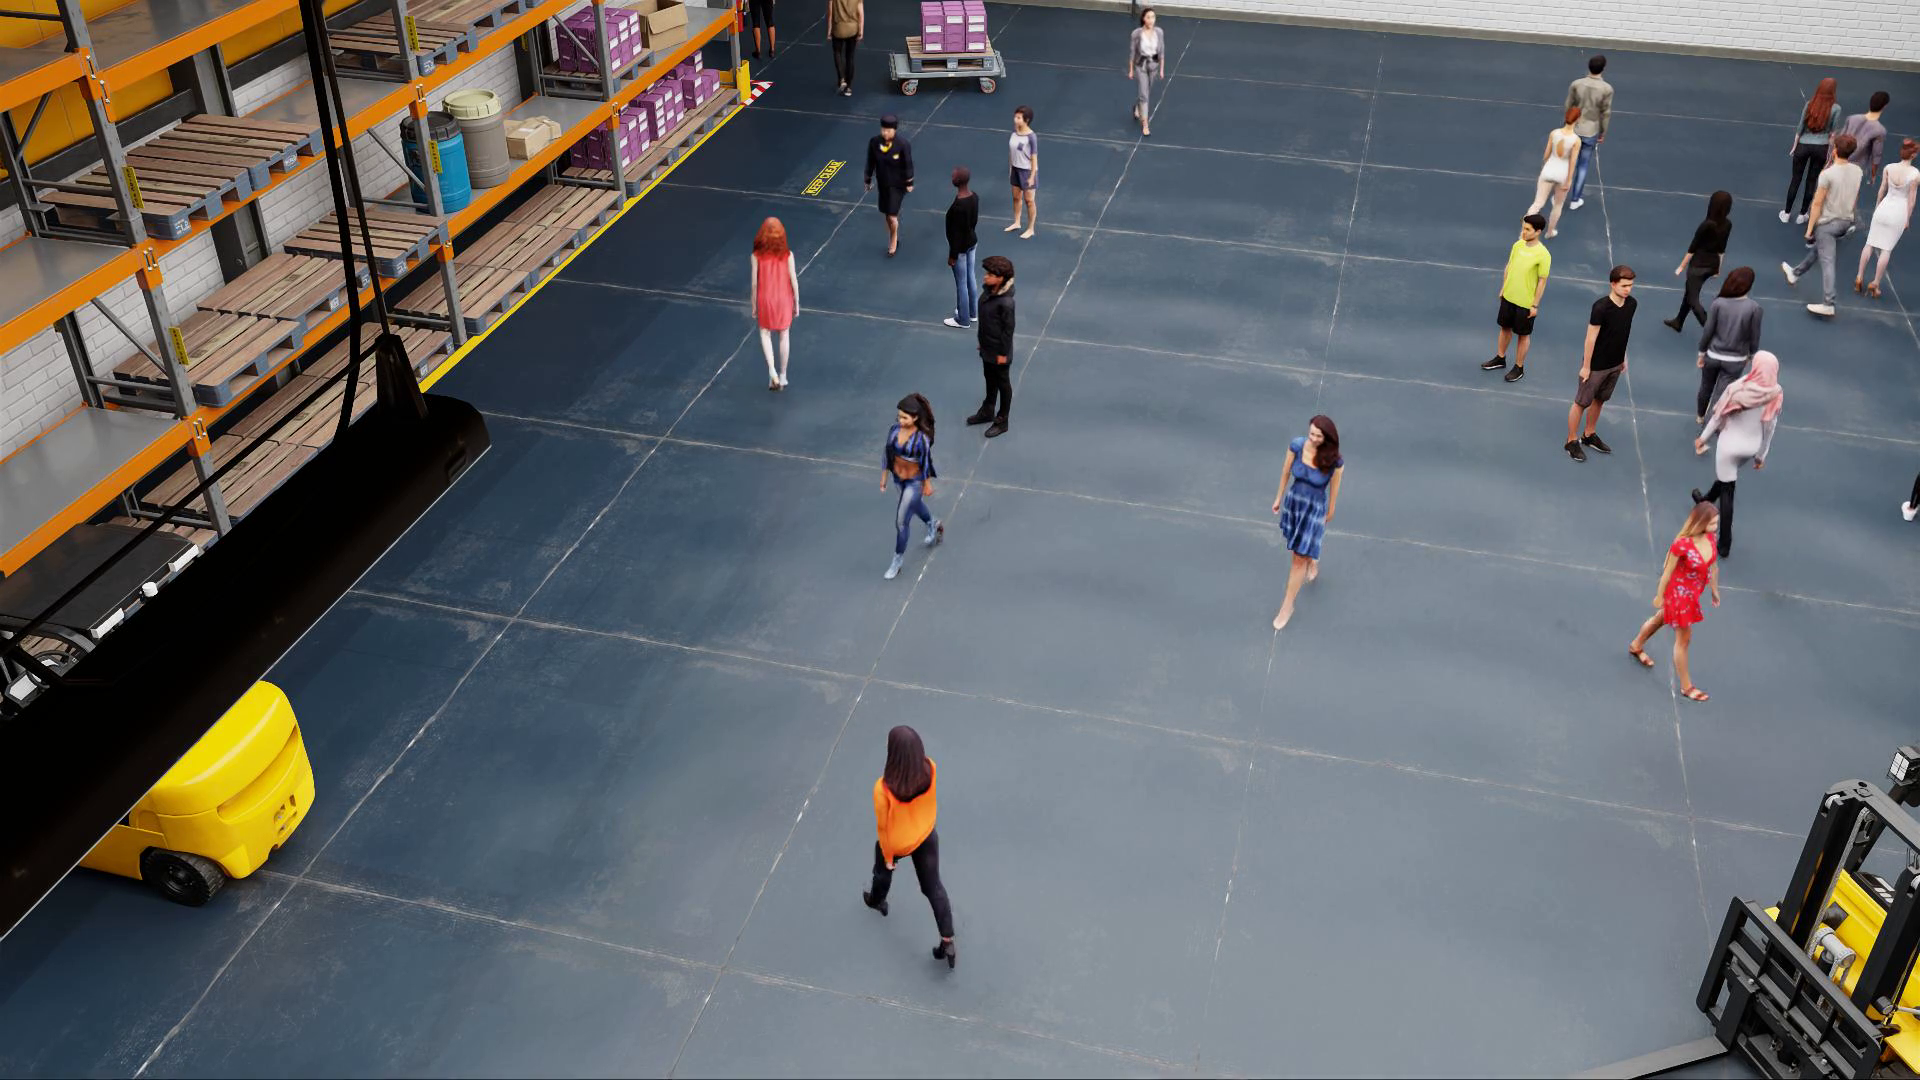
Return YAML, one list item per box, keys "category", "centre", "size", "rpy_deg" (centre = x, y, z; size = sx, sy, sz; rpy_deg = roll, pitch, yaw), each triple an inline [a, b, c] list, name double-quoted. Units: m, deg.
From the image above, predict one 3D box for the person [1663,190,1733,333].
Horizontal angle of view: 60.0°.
- category: "person"
  centre: [7.657, -2.744, 17.039]
  size: [0.984, 1.614, 1.081]
  rpy_deg: [-15, 37, -22]

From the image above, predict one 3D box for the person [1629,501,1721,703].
- category: "person"
  centre: [5.319, 0.356, 12.427]
  size: [0.991, 1.556, 1.036]
  rpy_deg: [-19, 38, -27]

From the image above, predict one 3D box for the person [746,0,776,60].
- category: "person"
  centre: [-3.009, -8.171, 25.082]
  size: [0.693, 1.748, 0.720]
  rpy_deg: [-12, 35, -17]

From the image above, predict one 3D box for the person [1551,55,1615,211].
- category: "person"
  centre: [7.504, -4.923, 20.095]
  size: [0.744, 1.860, 0.653]
  rpy_deg: [16, 37, 23]

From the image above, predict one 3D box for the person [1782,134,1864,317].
- category: "person"
  centre: [9.328, -3.280, 17.684]
  size: [1.118, 1.793, 1.369]
  rpy_deg: [-11, 35, -16]

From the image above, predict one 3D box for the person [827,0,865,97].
- category: "person"
  centre: [-1.612, -7.175, 23.503]
  size: [0.810, 1.838, 0.844]
  rpy_deg: [-4, 34, -6]

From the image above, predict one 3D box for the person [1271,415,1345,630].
- category: "person"
  centre: [2.735, -0.217, 13.092]
  size: [0.963, 1.774, 1.219]
  rpy_deg: [25, 41, 32]

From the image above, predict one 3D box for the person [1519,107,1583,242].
- category: "person"
  centre: [6.831, -4.168, 19.171]
  size: [0.823, 1.624, 1.036]
  rpy_deg: [22, 39, 29]

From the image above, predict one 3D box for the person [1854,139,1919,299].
- category: "person"
  centre: [10.045, -3.482, 17.989]
  size: [0.675, 1.790, 0.629]
  rpy_deg: [-20, 39, -27]

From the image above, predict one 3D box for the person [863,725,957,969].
- category: "person"
  centre: [-0.249, 1.859, 10.033]
  size: [1.123, 1.703, 1.121]
  rpy_deg: [-22, 40, -30]

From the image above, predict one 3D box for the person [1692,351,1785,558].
- category: "person"
  centre: [6.482, -0.681, 13.801]
  size: [0.887, 1.762, 1.199]
  rpy_deg: [-3, 34, -4]

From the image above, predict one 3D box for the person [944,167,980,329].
- category: "person"
  centre: [0.041, -3.069, 17.405]
  size: [0.702, 1.750, 0.547]
  rpy_deg: [17, 37, 24]

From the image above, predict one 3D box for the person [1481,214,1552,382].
- category: "person"
  centre: [5.560, -2.426, 16.474]
  size: [0.751, 1.709, 0.697]
  rpy_deg: [-19, 38, -26]

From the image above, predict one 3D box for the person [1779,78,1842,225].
- category: "person"
  centre: [10.100, -4.614, 19.736]
  size: [0.621, 1.742, 0.592]
  rpy_deg: [16, 37, 22]

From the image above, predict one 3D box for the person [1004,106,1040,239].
- category: "person"
  centre: [0.743, -4.329, 19.468]
  size: [0.688, 1.564, 0.653]
  rpy_deg: [-24, 41, -32]

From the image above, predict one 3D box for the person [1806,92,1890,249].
- category: "person"
  centre: [10.104, -4.186, 19.035]
  size: [1.117, 1.805, 1.103]
  rpy_deg: [-14, 36, -20]

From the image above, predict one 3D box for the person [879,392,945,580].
- category: "person"
  centre: [-0.374, -0.504, 13.700]
  size: [0.916, 1.579, 1.140]
  rpy_deg: [26, 42, 33]

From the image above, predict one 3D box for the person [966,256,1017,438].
- category: "person"
  centre: [0.340, -1.838, 15.524]
  size: [0.790, 1.781, 0.729]
  rpy_deg: [-17, 37, -24]

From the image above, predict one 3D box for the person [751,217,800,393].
- category: "person"
  centre: [-1.791, -2.208, 16.053]
  size: [0.748, 1.813, 0.841]
  rpy_deg: [-3, 34, -4]

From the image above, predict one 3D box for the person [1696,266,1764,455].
- category: "person"
  centre: [6.992, -1.606, 15.237]
  size: [0.909, 1.713, 1.216]
  rpy_deg: [22, 39, 29]

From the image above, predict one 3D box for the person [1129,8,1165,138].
- category: "person"
  centre: [2.483, -6.339, 22.423]
  size: [0.956, 1.641, 1.168]
  rpy_deg: [-8, 34, -11]

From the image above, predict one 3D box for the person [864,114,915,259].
- category: "person"
  centre: [-0.750, -4.072, 19.000]
  size: [0.783, 1.655, 0.738]
  rpy_deg: [16, 37, 22]

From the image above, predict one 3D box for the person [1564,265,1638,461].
- category: "person"
  centre: [5.859, -1.645, 15.162]
  size: [0.761, 1.862, 0.807]
  rpy_deg: [-16, 37, -22]
